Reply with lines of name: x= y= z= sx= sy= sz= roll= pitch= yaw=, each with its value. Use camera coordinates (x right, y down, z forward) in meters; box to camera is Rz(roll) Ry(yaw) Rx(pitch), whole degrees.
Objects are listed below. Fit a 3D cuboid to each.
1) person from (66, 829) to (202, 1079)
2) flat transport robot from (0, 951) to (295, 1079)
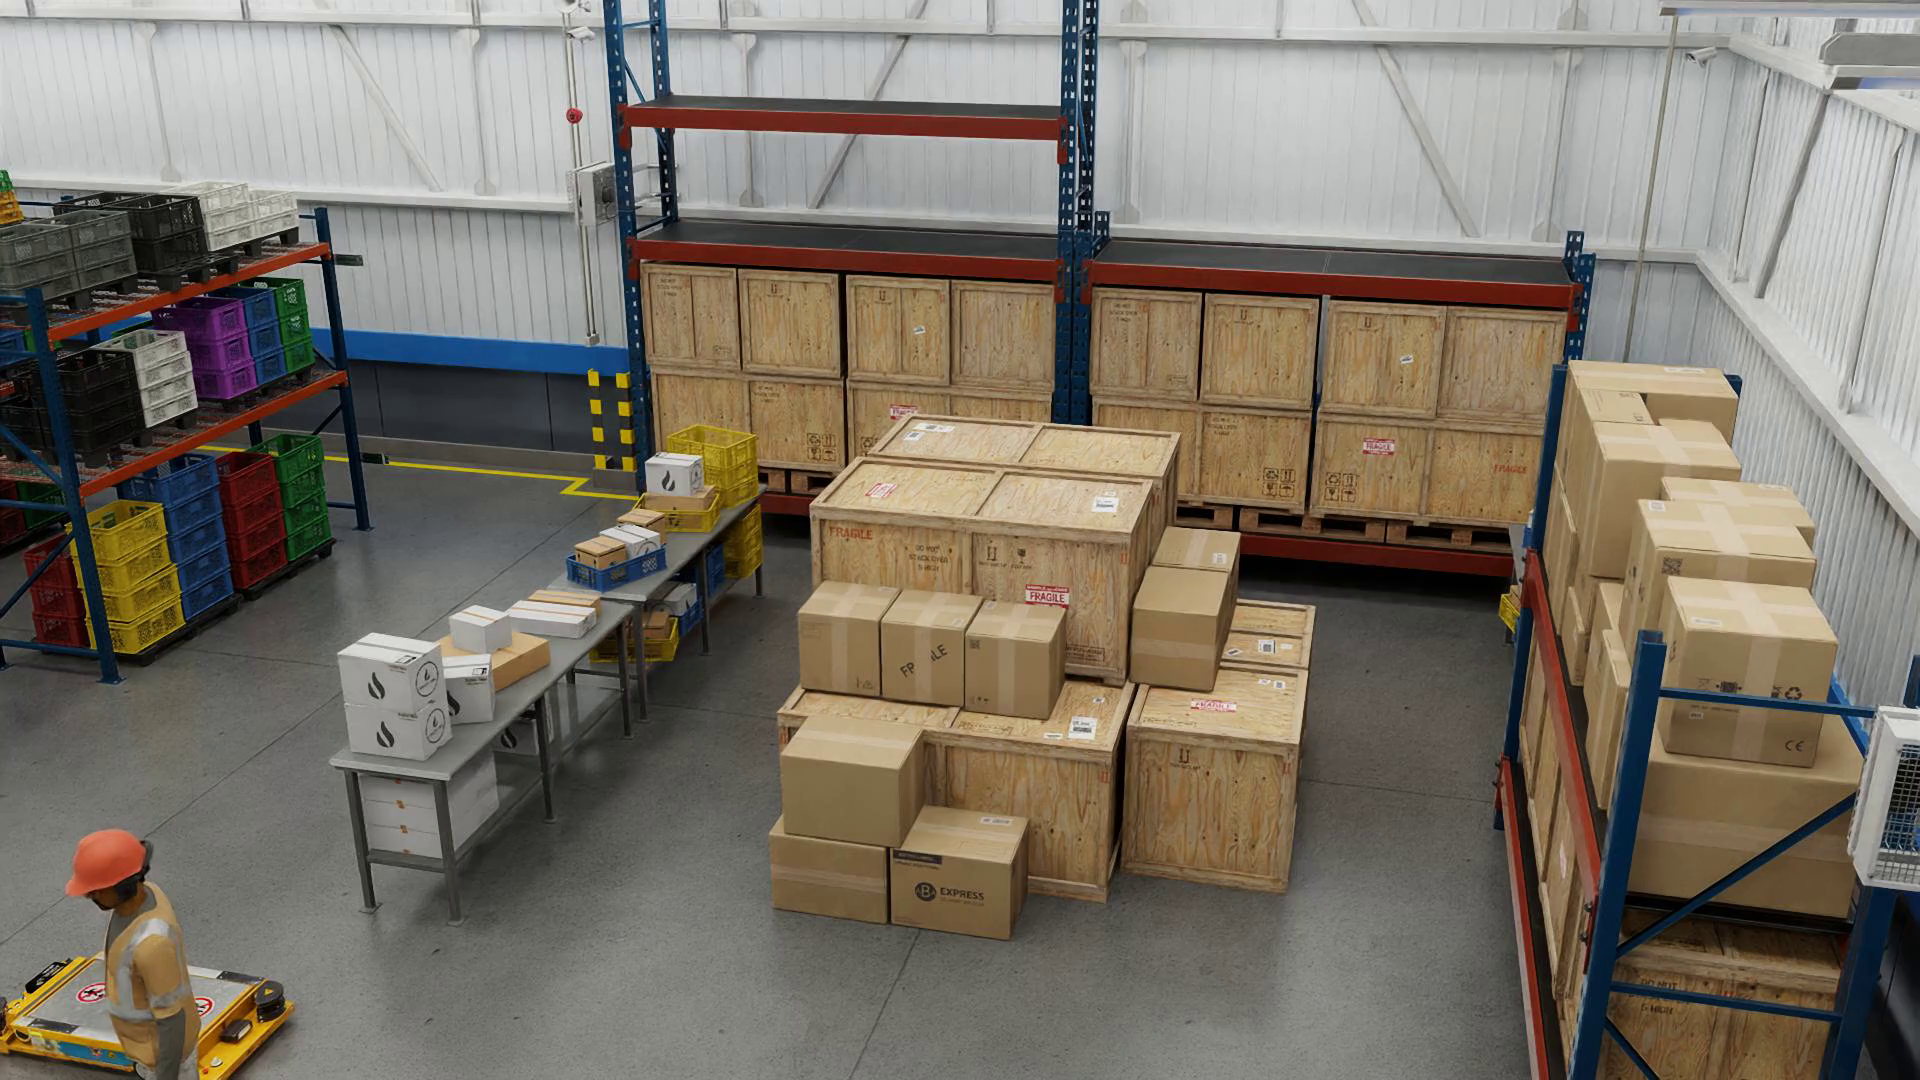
person: x=-3.419 y=2.114 z=7.041 sx=0.382 sy=2.040 sz=0.604 roll=-13 pitch=25 yaw=-31
flat transport robot: x=-4.270 y=2.464 z=8.601 sx=1.431 sy=0.231 sz=0.659 roll=5 pitch=22 yaw=13
